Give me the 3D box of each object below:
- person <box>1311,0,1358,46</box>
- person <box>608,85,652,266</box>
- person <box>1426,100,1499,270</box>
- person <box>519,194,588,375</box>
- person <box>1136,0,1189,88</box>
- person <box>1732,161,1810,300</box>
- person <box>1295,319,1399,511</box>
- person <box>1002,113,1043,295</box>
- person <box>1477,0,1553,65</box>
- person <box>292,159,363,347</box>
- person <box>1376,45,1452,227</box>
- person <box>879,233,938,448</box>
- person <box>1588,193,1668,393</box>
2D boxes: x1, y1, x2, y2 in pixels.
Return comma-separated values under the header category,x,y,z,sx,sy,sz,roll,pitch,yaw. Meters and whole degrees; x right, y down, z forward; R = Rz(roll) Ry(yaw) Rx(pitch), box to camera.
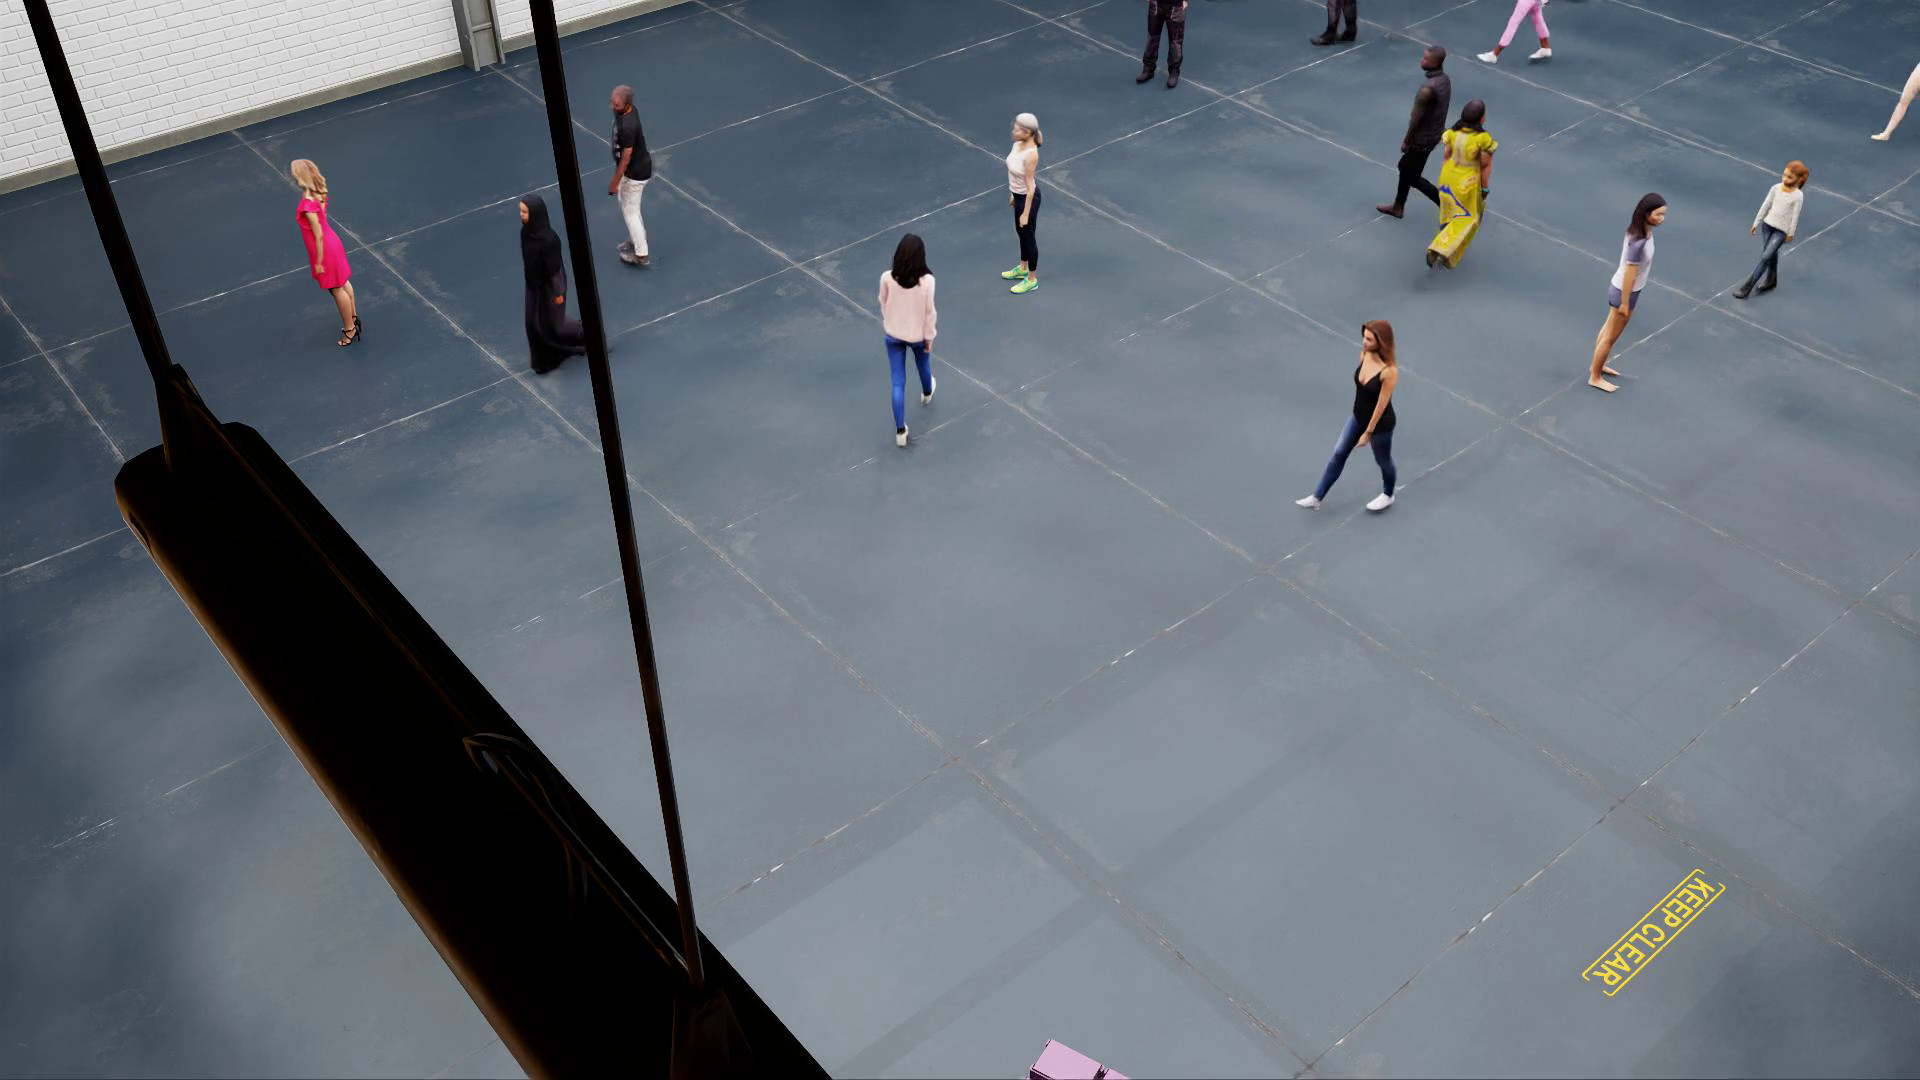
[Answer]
category,x,y,z,sx,sy,sz,roll,pitch,yaw
person,4.665,-6.738,19.577,1.020,1.818,0.951,-4,39,-5
person,-2.991,-3.373,15.395,0.901,1.780,0.888,2,39,3
person,4.589,-3.227,15.324,0.979,1.641,0.697,-29,47,-31
person,-3.439,-2.179,14.040,0.649,1.604,0.841,32,48,33
person,2.324,-6.070,18.663,0.776,1.915,0.763,15,41,18
person,7.463,-2.833,15.107,0.860,1.294,0.560,-20,43,-24
person,3.142,-0.891,12.374,1.093,1.671,0.737,-18,42,-21
person,0.599,-3.073,15.077,0.667,1.707,0.671,-9,40,-12
person,6.651,-6.284,19.114,1.254,1.687,0.998,-6,39,-8
person,-5.453,-2.492,14.332,0.696,1.728,0.662,-4,39,-5
person,4.511,-3.812,15.919,1.016,1.812,1.121,19,42,22
person,-0.443,-1.540,13.151,1.083,1.714,1.183,6,39,7
person,5.532,-2.072,13.805,0.715,1.731,0.588,16,41,19
